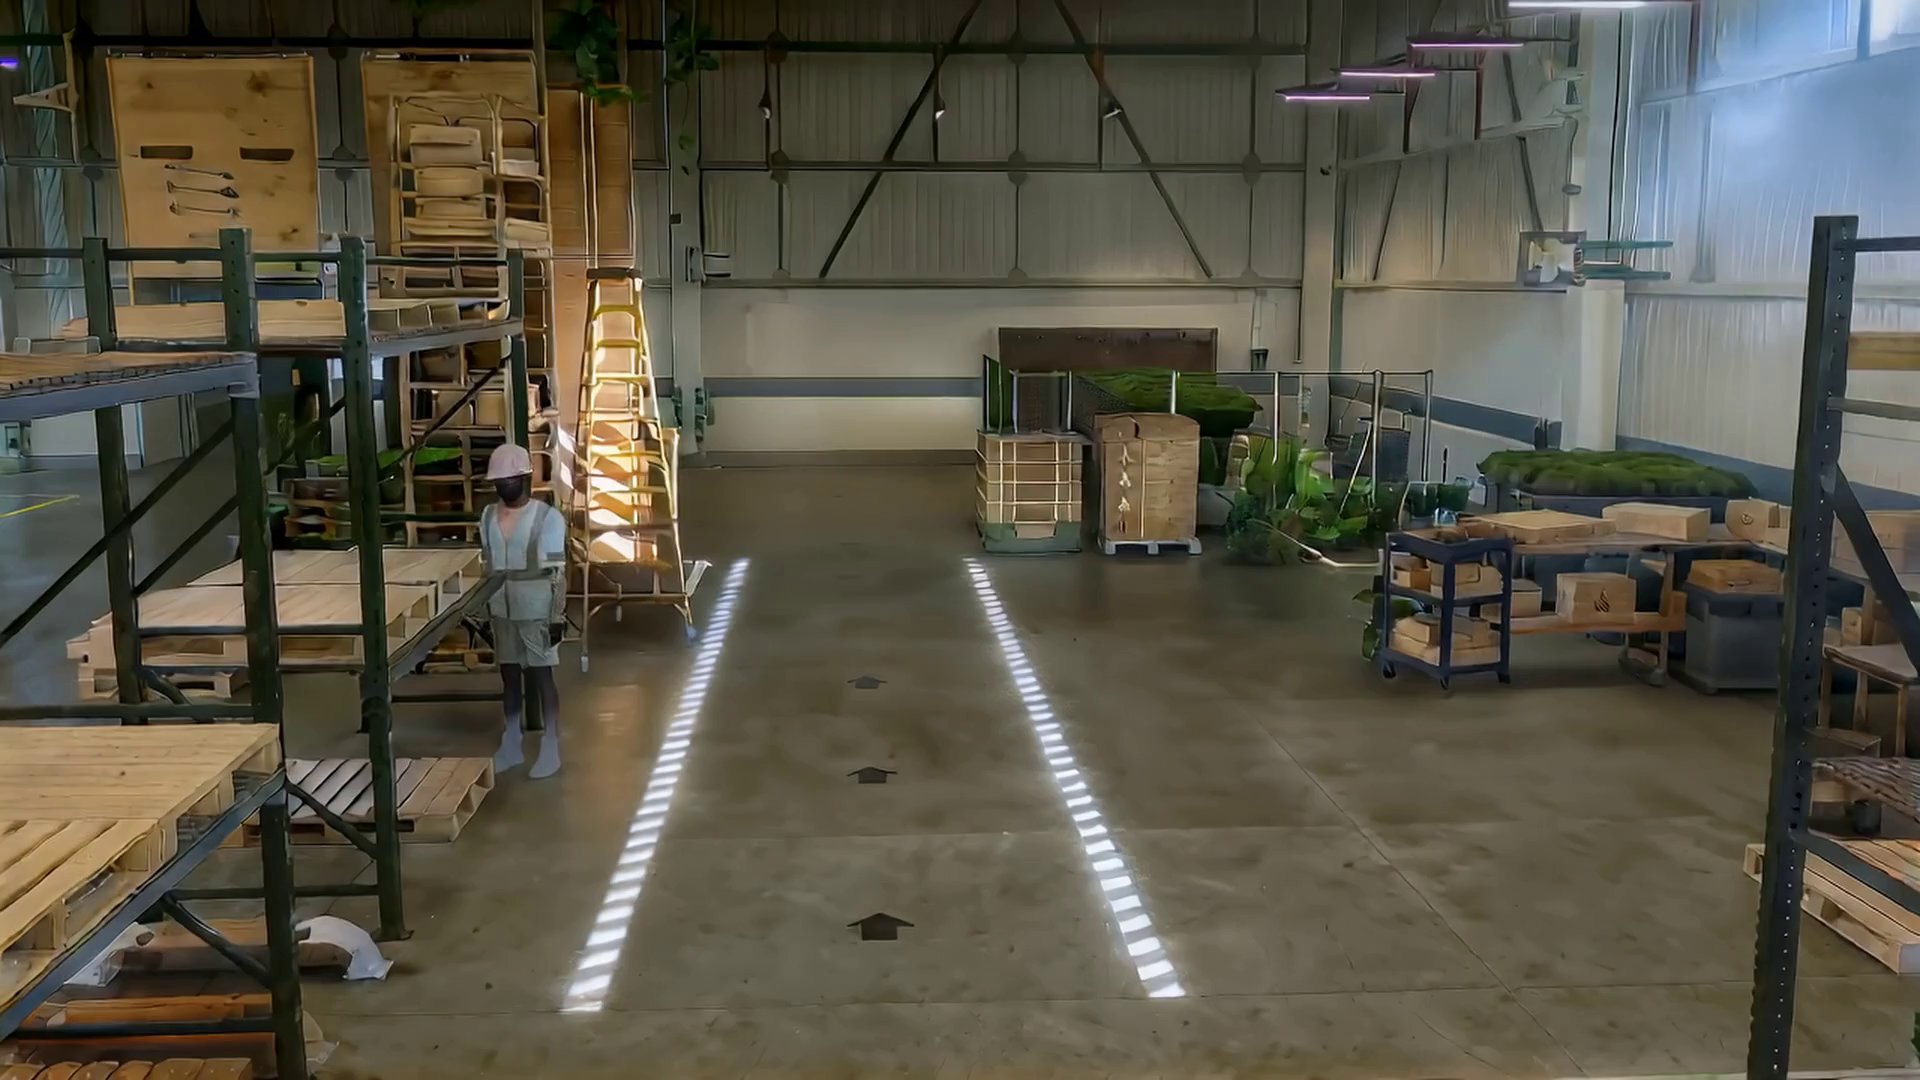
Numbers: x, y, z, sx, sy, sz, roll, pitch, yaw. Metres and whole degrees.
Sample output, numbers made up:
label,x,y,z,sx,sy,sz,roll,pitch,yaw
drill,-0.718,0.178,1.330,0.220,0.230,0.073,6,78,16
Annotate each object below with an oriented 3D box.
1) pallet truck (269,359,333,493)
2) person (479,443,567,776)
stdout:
label,x,y,z,sx,sy,sz,roll,pitch,yaw
pallet truck,-7.062,-1.131,18.996,1.885,1.965,0.823,2,9,13
person,-2.532,0.403,9.552,0.550,1.935,0.375,3,10,18
